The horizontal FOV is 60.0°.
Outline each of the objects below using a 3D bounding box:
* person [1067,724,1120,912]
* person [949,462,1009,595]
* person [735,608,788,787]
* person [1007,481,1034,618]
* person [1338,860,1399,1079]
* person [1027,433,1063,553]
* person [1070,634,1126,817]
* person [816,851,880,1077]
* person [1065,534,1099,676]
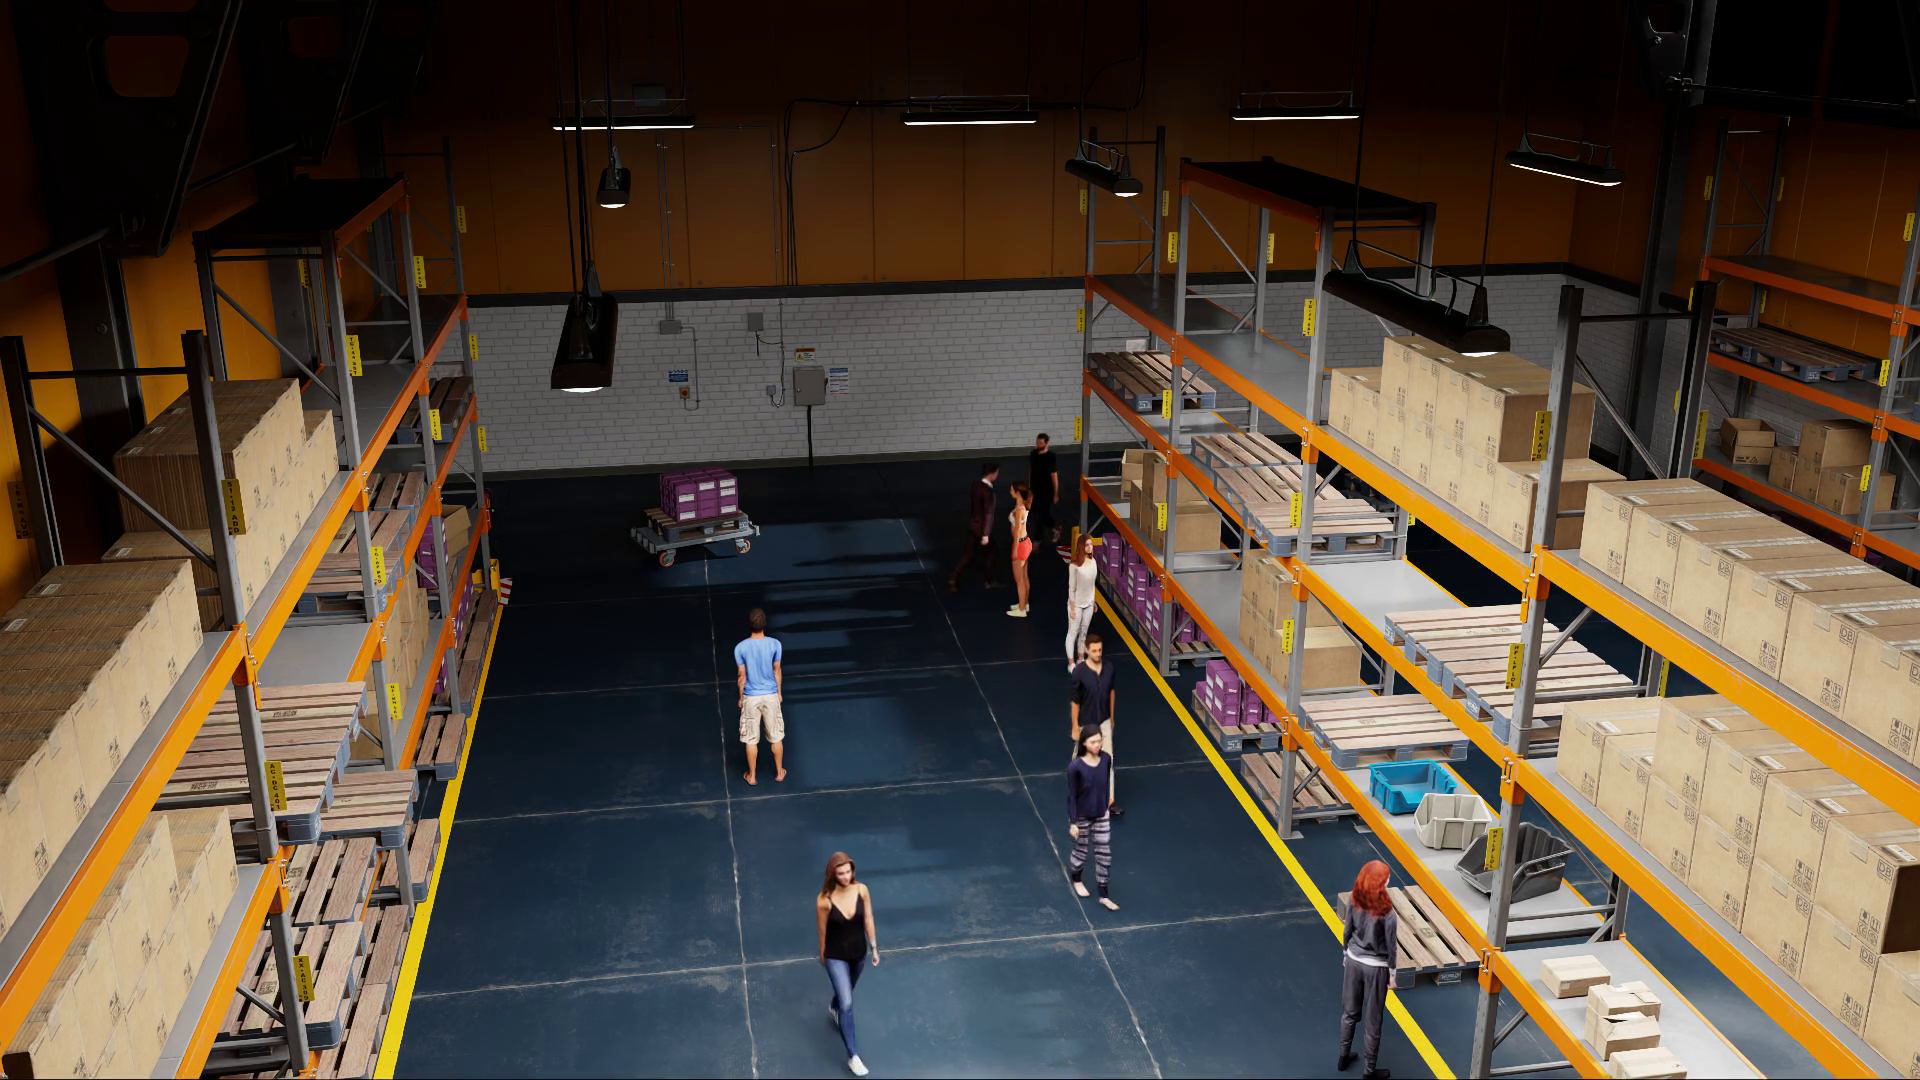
[{"bbox_3d":[1.097,2.378,14.694,0.768,1.711,0.927,-9,20,-24],"label":"person"},{"bbox_3d":[0.211,-0.142,21.984,1.023,1.833,1.172,-11,22,-30],"label":"person"},{"bbox_3d":[-2.015,1.580,16.823,0.662,1.863,0.581,-5,19,-14],"label":"person"},{"bbox_3d":[0.786,0.103,21.331,0.709,1.787,0.598,5,19,15],"label":"person"},{"bbox_3d":[3.005,3.159,12.266,0.715,1.779,0.600,-16,24,-39],"label":"person"},{"bbox_3d":[1.232,-0.708,23.811,1.109,1.739,1.102,16,24,39],"label":"person"},{"bbox_3d":[1.260,1.762,16.351,0.742,1.821,1.099,-6,19,-16],"label":"person"},{"bbox_3d":[-0.893,3.097,12.602,0.879,1.682,1.172,-12,22,-31],"label":"person"},{"bbox_3d":[1.413,0.742,19.547,0.697,1.713,0.722,-16,24,-39],"label":"person"}]
